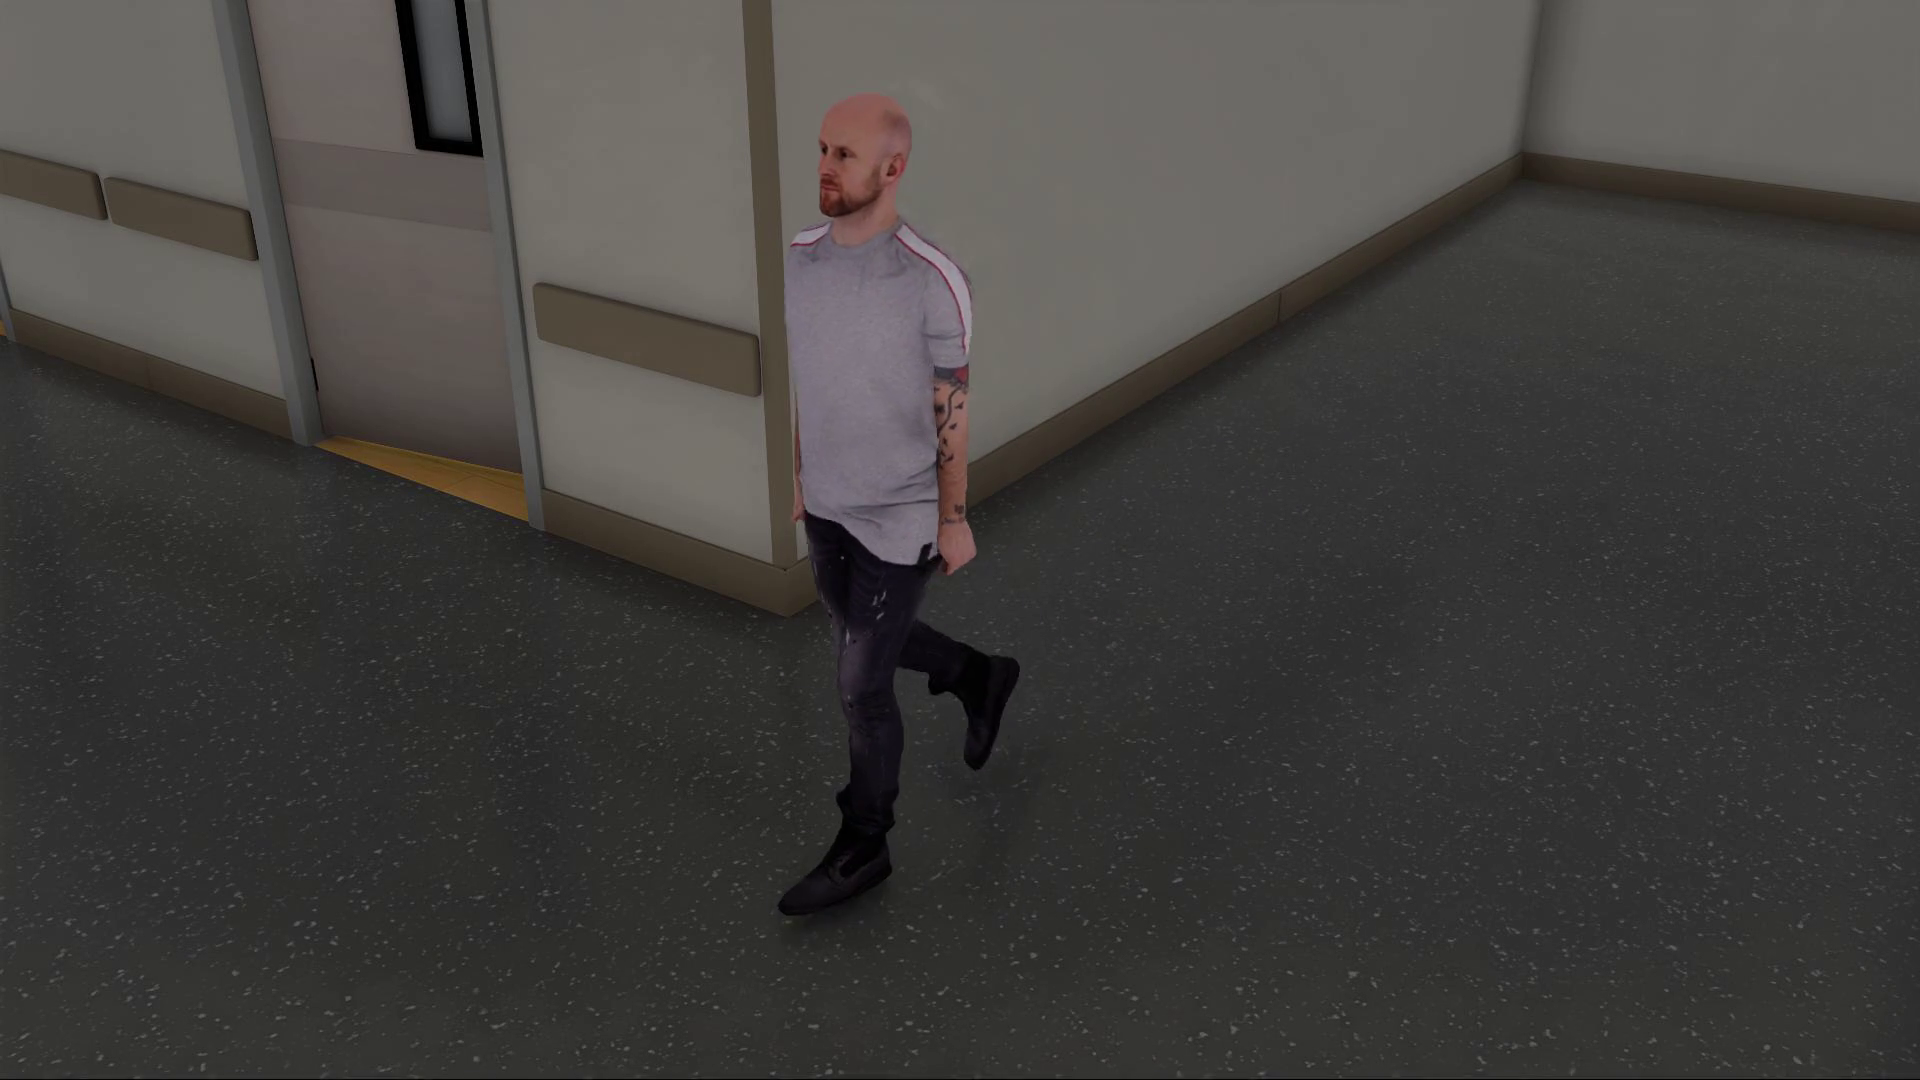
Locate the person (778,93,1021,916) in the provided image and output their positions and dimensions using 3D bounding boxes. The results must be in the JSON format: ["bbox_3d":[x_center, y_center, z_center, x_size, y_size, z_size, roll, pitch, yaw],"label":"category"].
[{"bbox_3d":[-0.112,-0.087,3.767,1.180,1.806,0.826,-22,33,-38],"label":"person"}]
